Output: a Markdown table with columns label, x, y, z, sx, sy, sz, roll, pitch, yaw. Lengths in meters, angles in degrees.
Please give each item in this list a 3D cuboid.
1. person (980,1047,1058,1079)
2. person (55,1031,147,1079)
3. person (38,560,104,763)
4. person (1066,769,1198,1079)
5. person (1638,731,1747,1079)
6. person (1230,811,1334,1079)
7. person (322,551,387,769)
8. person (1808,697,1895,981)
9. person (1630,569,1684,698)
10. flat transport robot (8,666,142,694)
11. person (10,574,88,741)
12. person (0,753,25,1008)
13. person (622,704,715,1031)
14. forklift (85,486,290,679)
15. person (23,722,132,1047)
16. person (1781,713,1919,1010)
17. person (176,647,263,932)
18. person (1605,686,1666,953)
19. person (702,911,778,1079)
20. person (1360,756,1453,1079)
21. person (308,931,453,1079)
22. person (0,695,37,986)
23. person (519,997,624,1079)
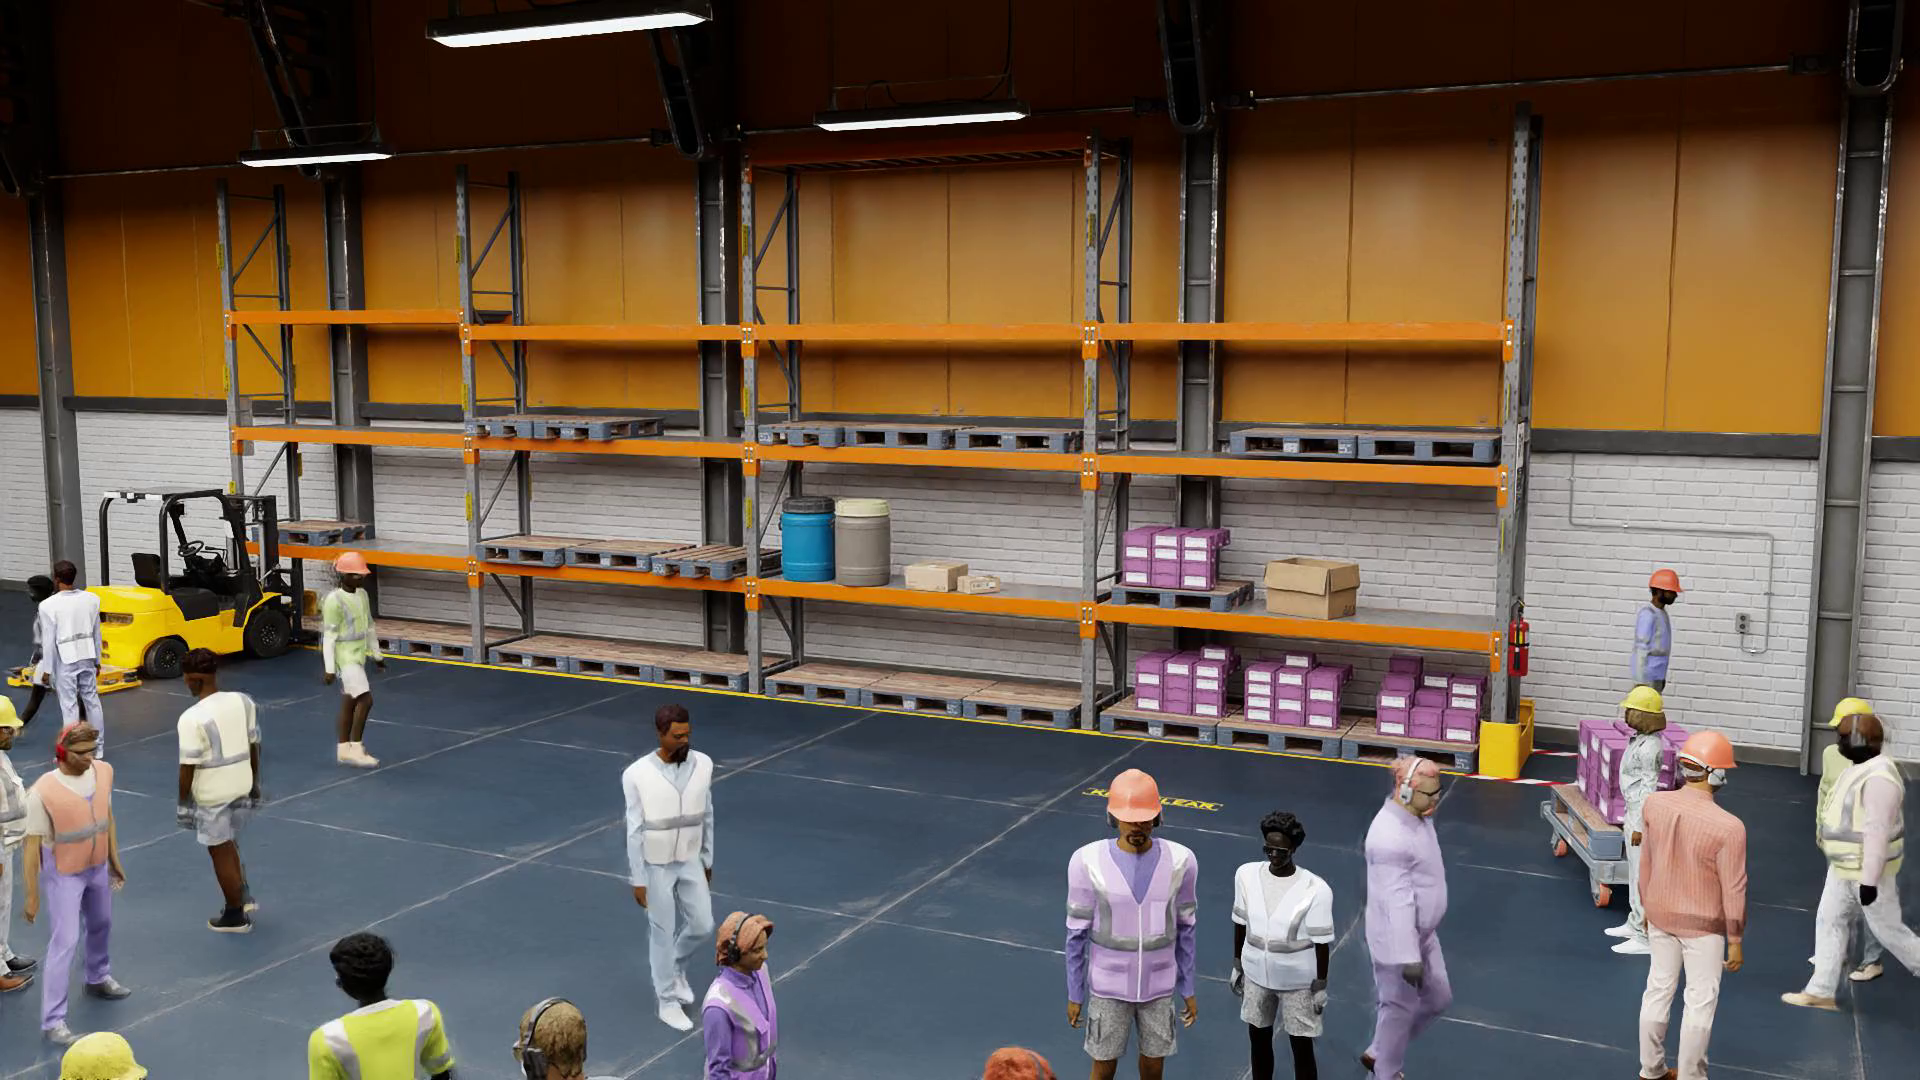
| label | x | y | z | sx | sy | sz | roll | pitch | yaw |
| --- | --- | --- | --- | --- | --- | --- | --- | --- | --- |
| person | 0.074 | 2.457 | 4.992 | 0.629 | 1.858 | 0.411 | -1 | 7 | -12 |
| person | -2.790 | 2.460 | 5.498 | 0.676 | 1.715 | 0.503 | -2 | 7 | -13 |
| person | -8.316 | 1.145 | 15.598 | 0.396 | 1.919 | 0.590 | 4 | 8 | 27 |
| person | 0.796 | 2.047 | 7.634 | 0.615 | 2.041 | 0.386 | -1 | 7 | -6 |
| person | 3.788 | 1.963 | 8.596 | 0.413 | 1.982 | 0.623 | -3 | 8 | -27 |
| person | 1.578 | 2.155 | 8.207 | 0.539 | 1.693 | 0.319 | 5 | 9 | 36 |
| person | -5.558 | 1.110 | 15.437 | 0.630 | 2.025 | 0.610 | 1 | 7 | 5 |
| person | 5.573 | 1.853 | 10.412 | 0.343 | 1.759 | 0.535 | -3 | 7 | -20 |
| person | 6.289 | 1.213 | 15.043 | 0.417 | 1.925 | 0.561 | 6 | 9 | 40 |
| flat transport robot | -10.078 | 1.559 | 18.922 | 1.431 | 0.197 | 0.652 | 3 | 8 | 27 |
| person | -9.113 | 1.168 | 16.402 | 0.879 | 1.654 | 0.544 | -3 | 8 | -24 |
| person | -5.880 | 1.825 | 9.900 | 0.356 | 1.936 | 0.634 | 0 | 7 | -4 |
| person | -1.667 | 1.877 | 9.639 | 0.586 | 1.903 | 0.436 | -6 | 9 | -39 |
| forklift | -9.426 | 0.454 | 20.179 | 1.214 | 2.155 | 2.313 | 3 | 8 | 26 |
| person | -5.144 | 1.935 | 9.636 | 0.535 | 1.792 | 0.763 | 2 | 7 | 15 |
| person | 5.400 | 1.921 | 9.746 | 0.898 | 1.805 | 0.654 | 2 | 7 | 14 |
| person | -4.998 | 1.671 | 11.137 | 0.488 | 1.943 | 0.635 | 2 | 7 | 17 |
| person | 4.409 | 1.809 | 10.825 | 0.287 | 1.746 | 0.487 | 2 | 7 | 15 |
| person | -0.917 | 2.337 | 6.937 | 0.313 | 1.631 | 0.523 | 2 | 7 | 14 |
| person | 2.299 | 2.025 | 8.508 | 0.427 | 1.880 | 0.641 | 4 | 8 | 31 |
| person | -2.242 | 2.366 | 6.499 | 0.584 | 1.691 | 0.377 | -6 | 9 | -41 |
| person | -5.916 | 1.848 | 10.204 | 0.403 | 1.820 | 0.602 | -4 | 8 | -29 |
| person | -1.243 | 2.394 | 5.266 | 0.383 | 1.928 | 0.636 | 4 | 8 | 27 |
